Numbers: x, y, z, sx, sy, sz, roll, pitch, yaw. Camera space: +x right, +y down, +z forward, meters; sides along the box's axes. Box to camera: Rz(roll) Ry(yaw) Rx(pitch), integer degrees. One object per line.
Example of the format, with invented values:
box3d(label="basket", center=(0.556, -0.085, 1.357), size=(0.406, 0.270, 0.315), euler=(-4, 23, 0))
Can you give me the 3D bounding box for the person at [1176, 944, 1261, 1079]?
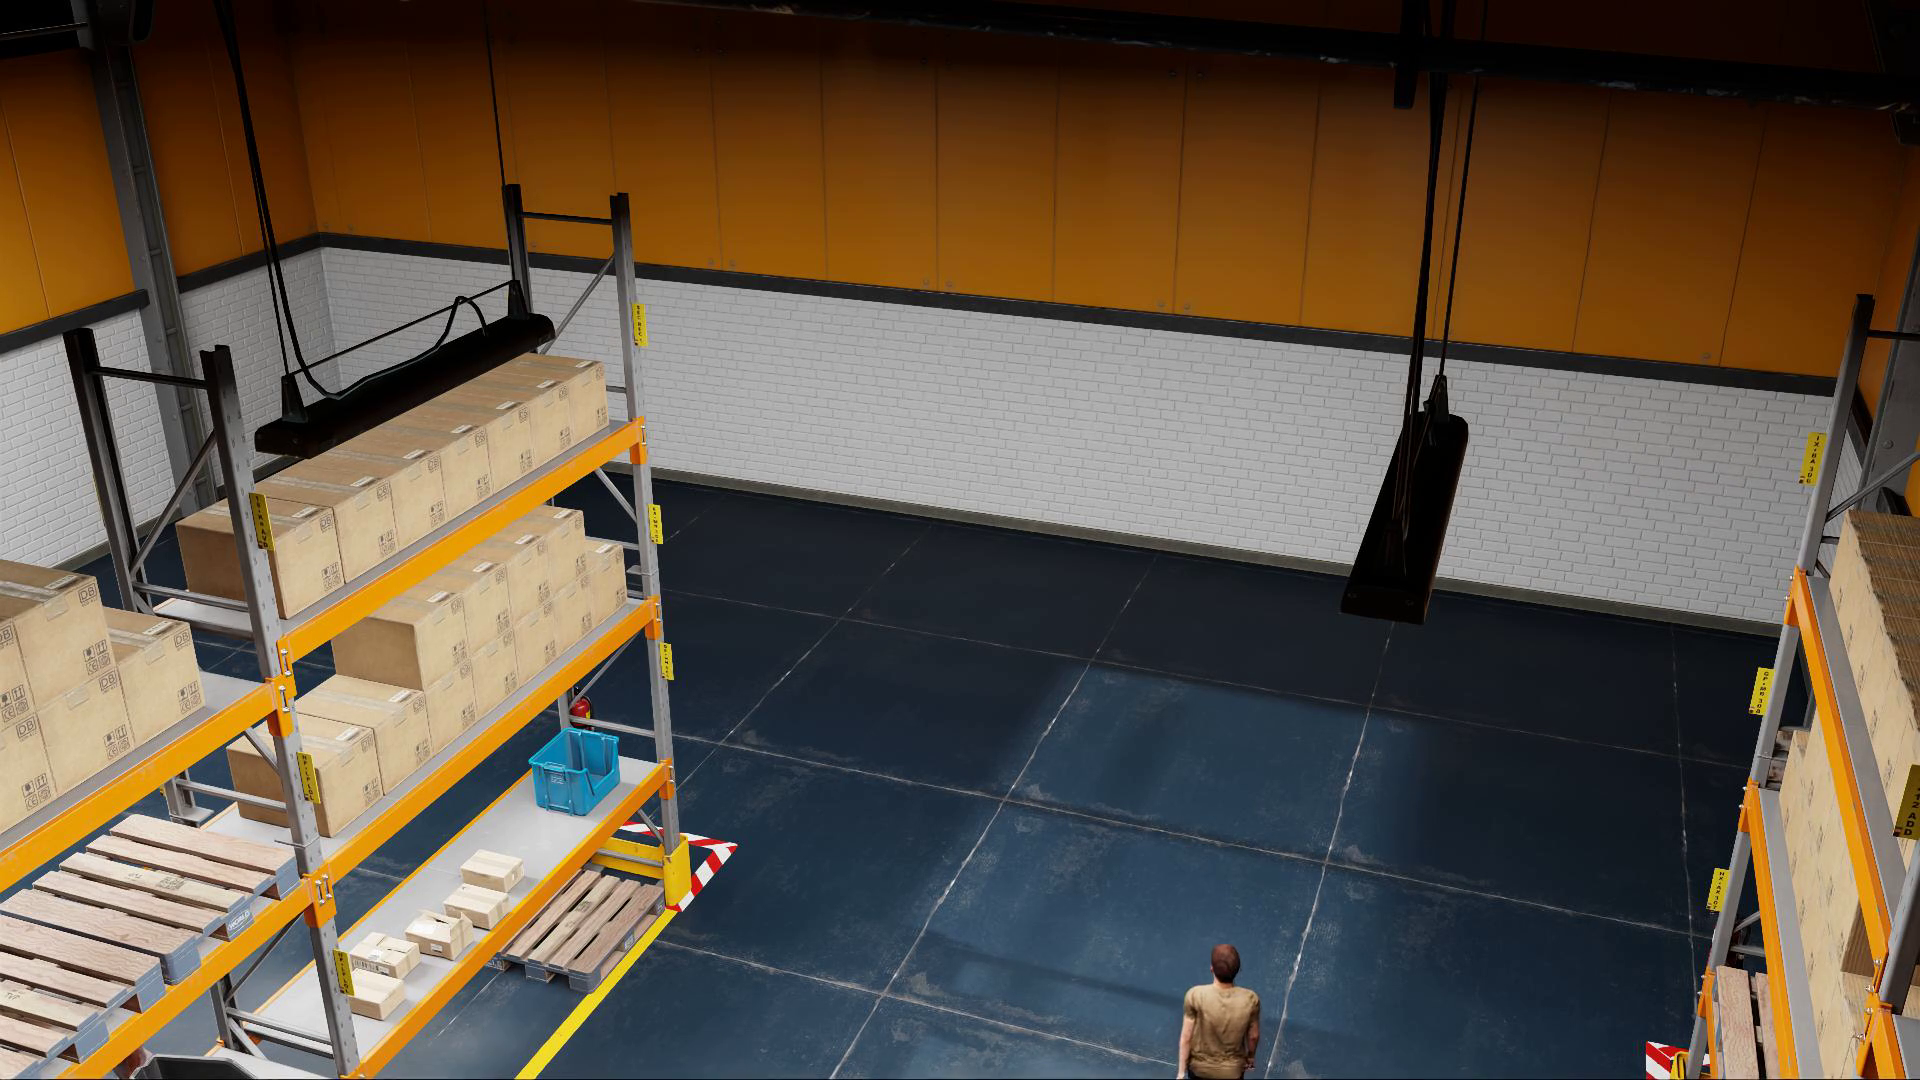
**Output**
box3d(label="person", center=(1.690, 3.526, 10.919), size=(0.899, 1.811, 1.253), euler=(2, 24, 4))
